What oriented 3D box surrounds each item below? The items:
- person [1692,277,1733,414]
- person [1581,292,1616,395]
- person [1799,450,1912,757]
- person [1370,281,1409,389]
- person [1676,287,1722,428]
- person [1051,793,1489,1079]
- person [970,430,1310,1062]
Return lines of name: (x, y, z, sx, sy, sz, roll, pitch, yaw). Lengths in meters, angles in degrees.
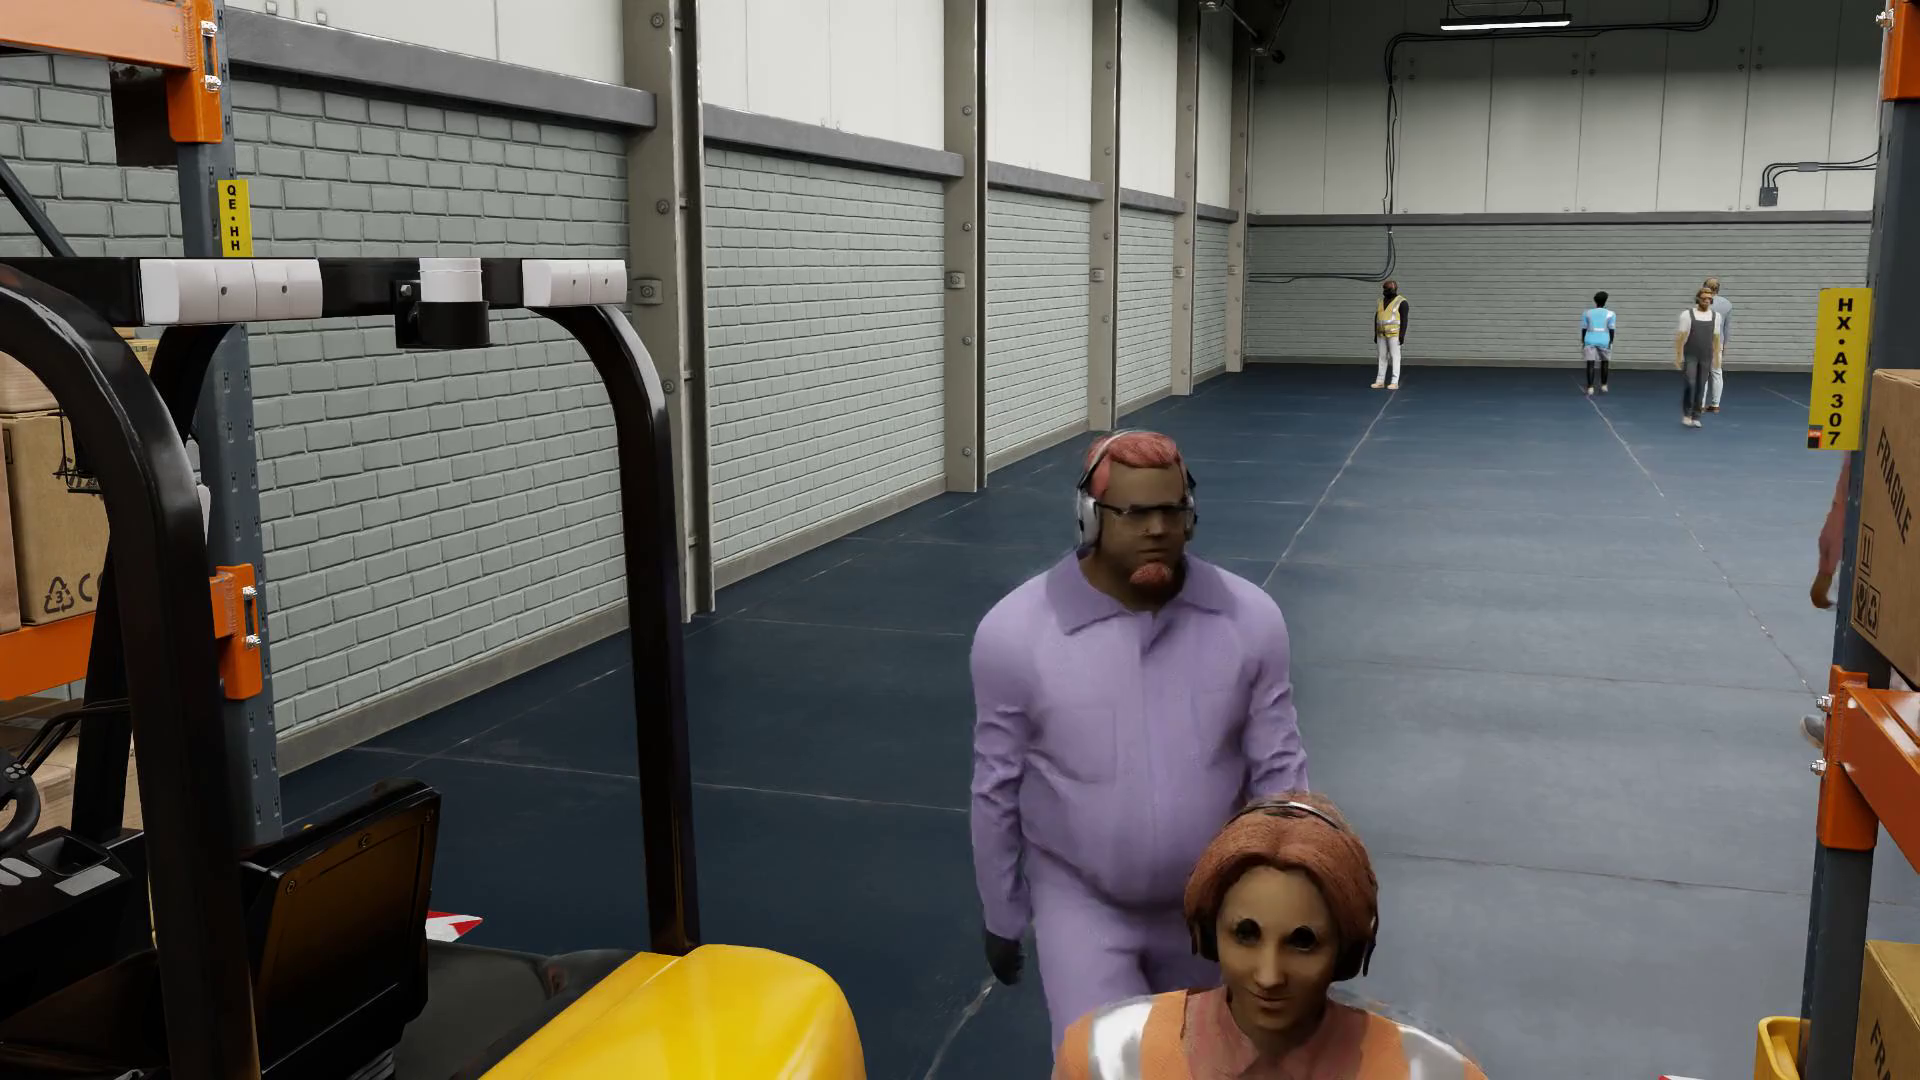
person: (10.669, -2.768, 23.726, 0.627, 1.940, 0.371, -2, 10, -13)
person: (10.398, -3.202, 27.108, 0.541, 1.670, 0.715, 5, 11, 25)
person: (3.767, 0.085, 6.724, 0.642, 1.937, 1.008, -2, 10, -9)
person: (7.299, -3.484, 28.297, 0.430, 1.840, 0.621, -7, 12, -37)
person: (9.623, -2.363, 21.626, 0.539, 1.832, 0.482, 1, 10, 5)
person: (0.346, 1.053, 1.965, 0.518, 1.609, 0.811, 3, 10, 16)
person: (0.354, 0.700, 3.331, 0.650, 1.868, 0.996, -2, 10, -12)
